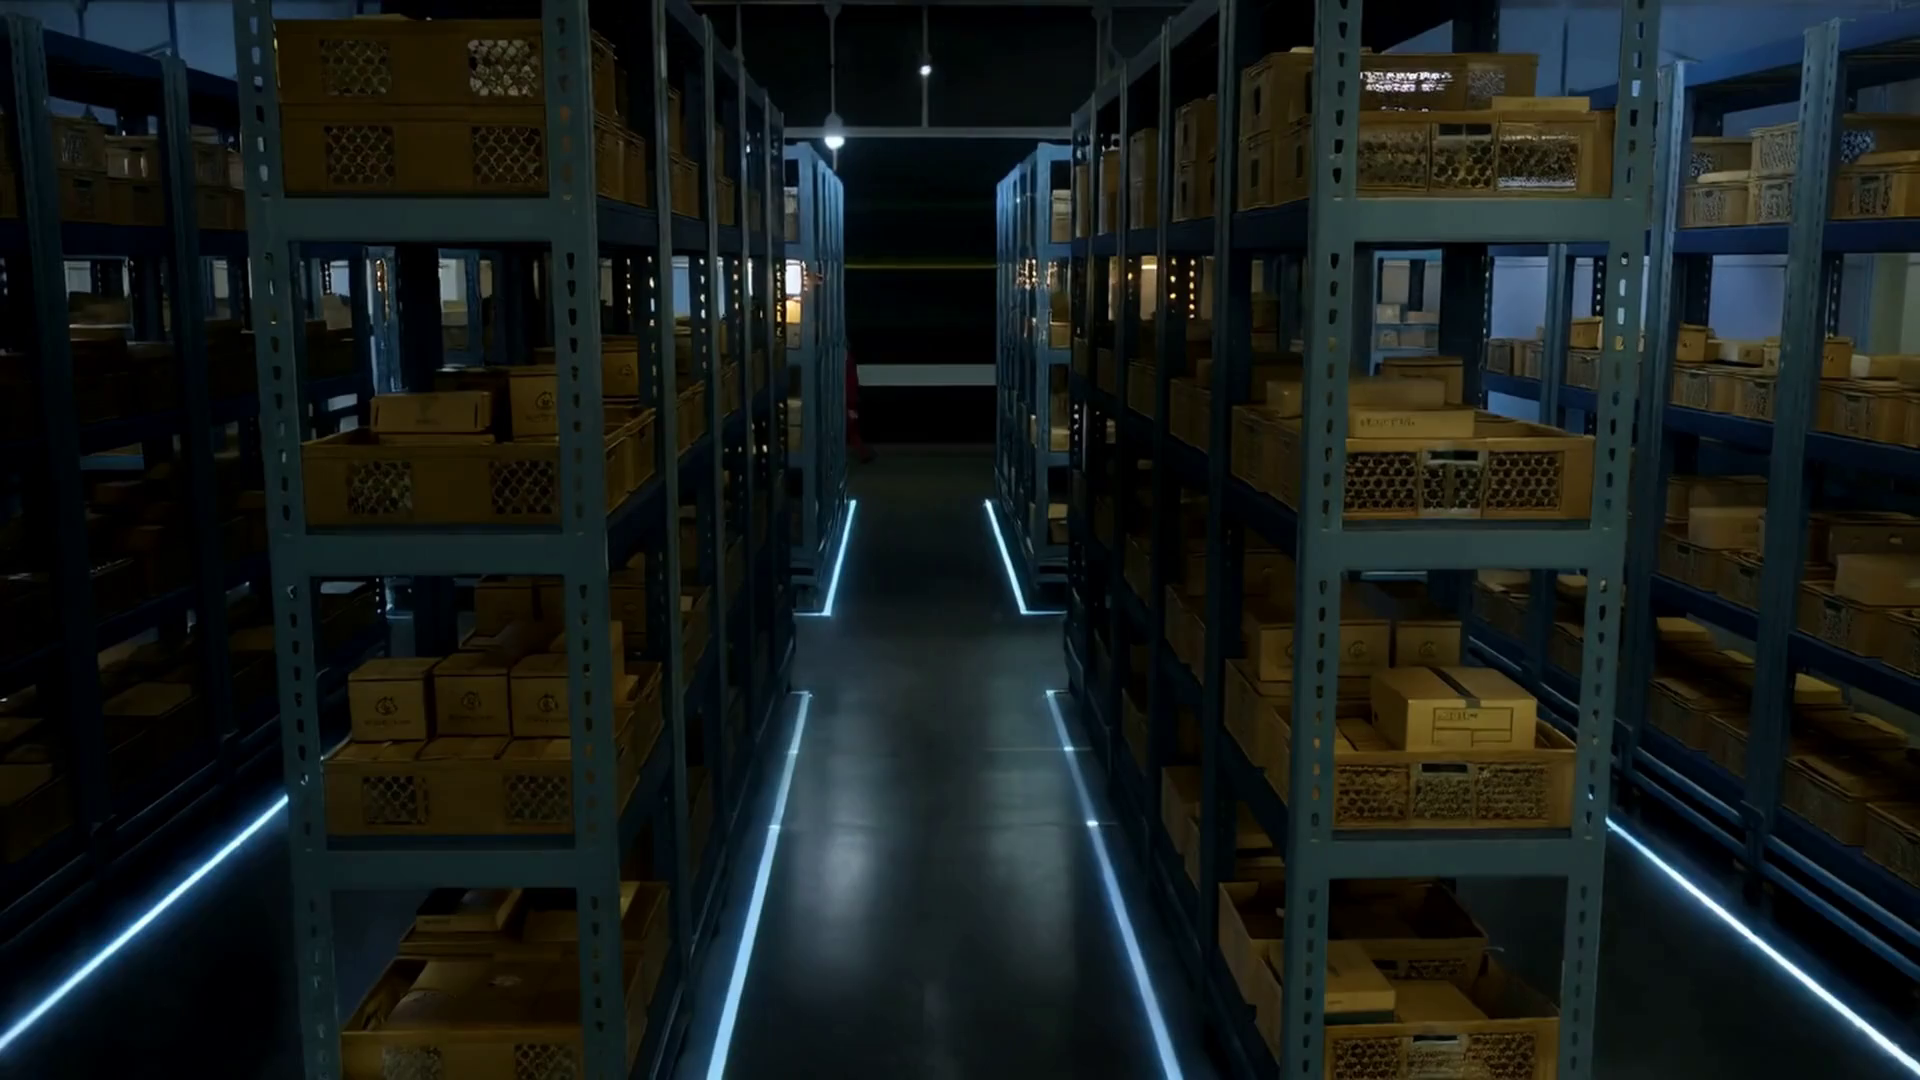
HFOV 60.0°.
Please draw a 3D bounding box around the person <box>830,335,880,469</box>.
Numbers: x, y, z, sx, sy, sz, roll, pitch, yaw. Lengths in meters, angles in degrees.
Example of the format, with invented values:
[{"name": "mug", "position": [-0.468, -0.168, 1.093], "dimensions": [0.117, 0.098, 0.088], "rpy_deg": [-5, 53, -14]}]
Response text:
[{"name": "person", "position": [-1.468, -1.796, 21.833], "dimensions": [0.826, 1.804, 0.600], "rpy_deg": [-3, 10, -18]}]
